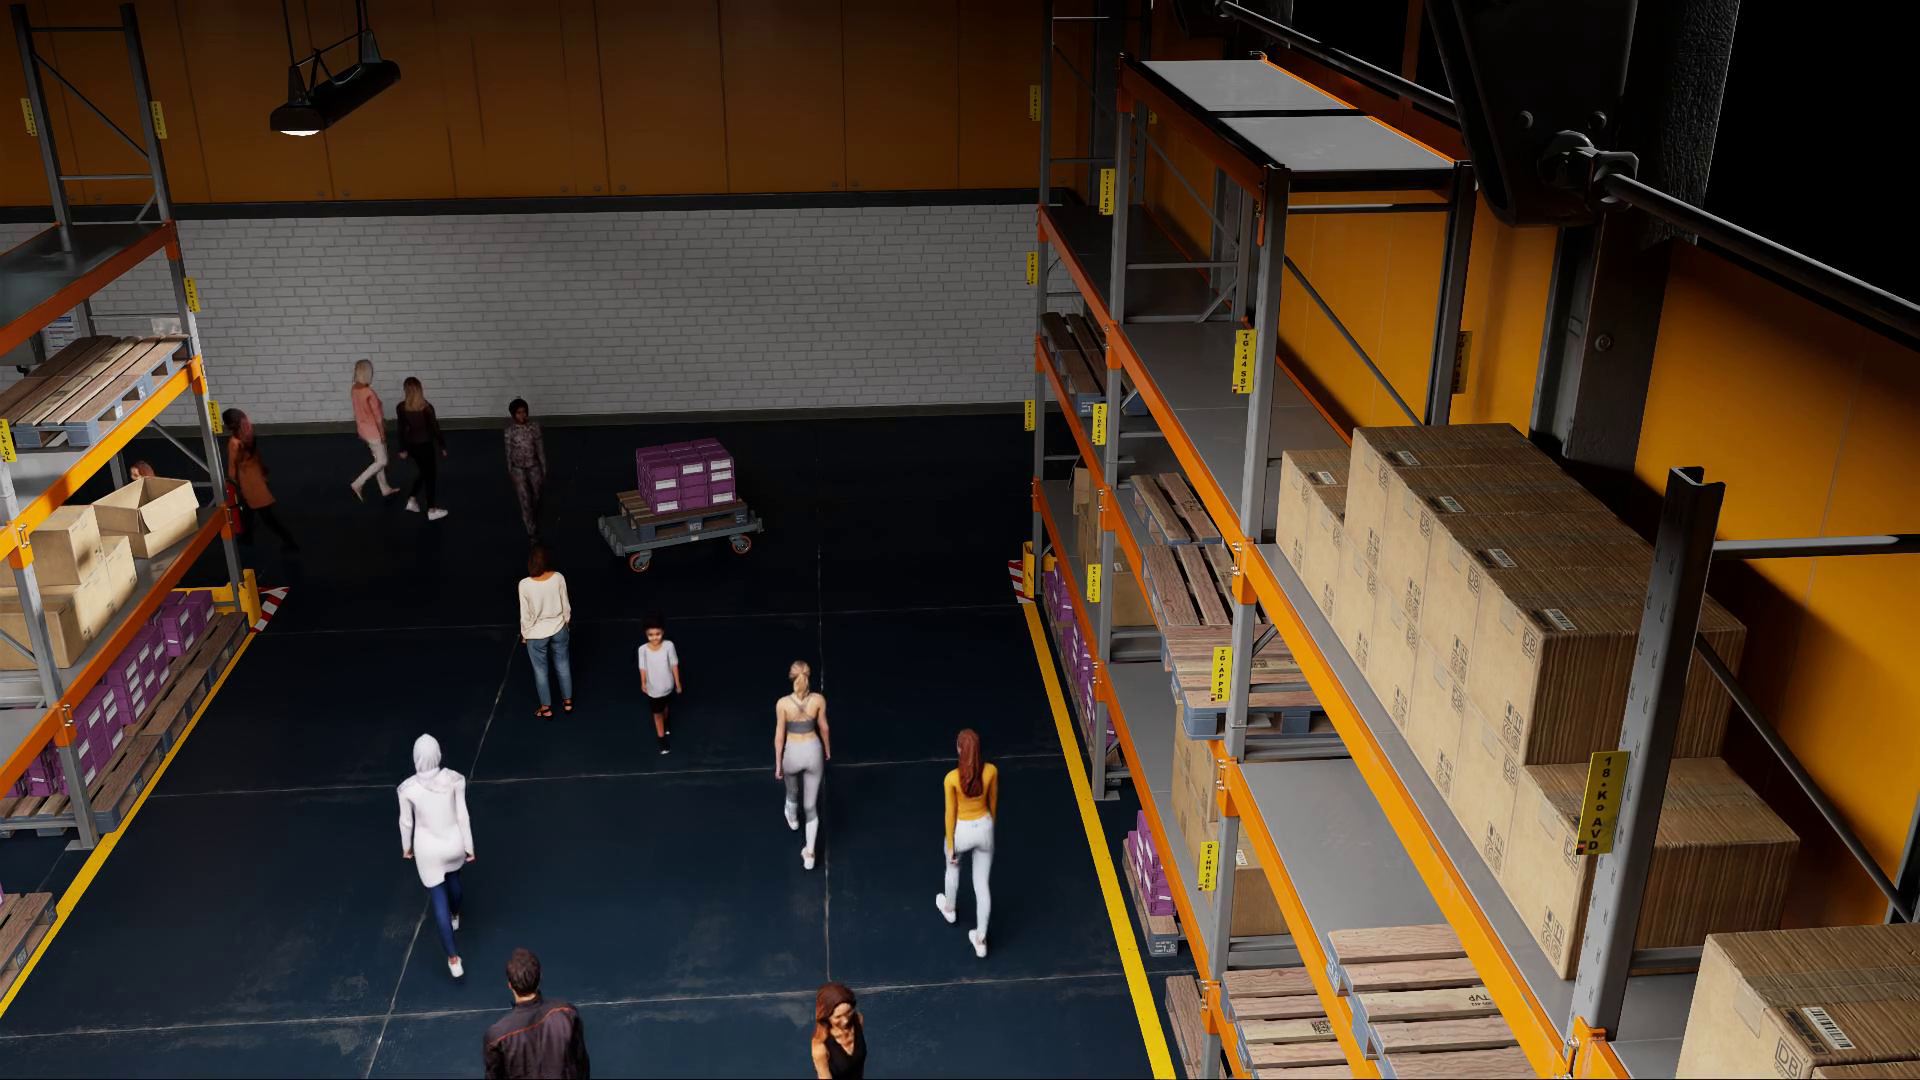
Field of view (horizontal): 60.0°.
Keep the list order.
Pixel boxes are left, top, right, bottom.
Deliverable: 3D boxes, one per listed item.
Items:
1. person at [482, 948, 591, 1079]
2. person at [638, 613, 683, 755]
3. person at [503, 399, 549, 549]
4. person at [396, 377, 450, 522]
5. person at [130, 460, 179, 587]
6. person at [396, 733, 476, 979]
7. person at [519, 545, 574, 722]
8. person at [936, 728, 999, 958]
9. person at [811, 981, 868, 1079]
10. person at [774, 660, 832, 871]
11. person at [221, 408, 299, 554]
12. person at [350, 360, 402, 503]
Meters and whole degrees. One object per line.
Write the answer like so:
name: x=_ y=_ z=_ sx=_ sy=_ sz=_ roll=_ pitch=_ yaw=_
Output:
person: x=-2.259 y=3.161 z=9.125 sx=0.842 sy=1.925 sz=0.855 roll=-16 pitch=28 yaw=-32
person: x=-2.618 y=1.193 z=14.501 sx=0.607 sy=1.225 sz=0.911 roll=-7 pitch=24 yaw=-15
person: x=-4.794 y=-0.756 z=18.383 sx=0.737 sy=1.688 sz=1.138 roll=-7 pitch=25 yaw=-16
person: x=-6.206 y=-1.011 z=18.957 sx=0.762 sy=1.696 sz=0.830 roll=11 pitch=26 yaw=24
person: x=-8.331 y=-0.167 z=17.311 sx=0.747 sy=1.466 sz=0.678 roll=-21 pitch=31 yaw=-40
person: x=-3.606 y=2.210 z=11.540 sx=0.865 sy=1.734 sz=1.206 roll=-9 pitch=25 yaw=-19
person: x=-3.679 y=0.815 z=14.796 sx=0.698 sy=1.682 sz=0.683 roll=-13 pitch=27 yaw=-28
person: x=0.118 y=2.154 z=11.683 sx=0.708 sy=1.721 sz=0.985 roll=-6 pitch=24 yaw=-14
person: x=-0.749 y=3.166 z=9.260 sx=0.857 sy=1.807 sz=0.797 roll=18 pitch=29 yaw=35
person: x=-1.191 y=1.738 z=12.694 sx=0.657 sy=1.674 sz=1.025 roll=-4 pitch=24 yaw=-10
person: x=-7.615 y=-0.593 z=18.012 sx=0.833 sy=1.685 sz=1.040 roll=2 pitch=24 yaw=4
person: x=-6.960 y=-1.243 z=19.474 sx=0.932 sy=1.706 sz=1.007 roll=17 pitch=29 yaw=33
